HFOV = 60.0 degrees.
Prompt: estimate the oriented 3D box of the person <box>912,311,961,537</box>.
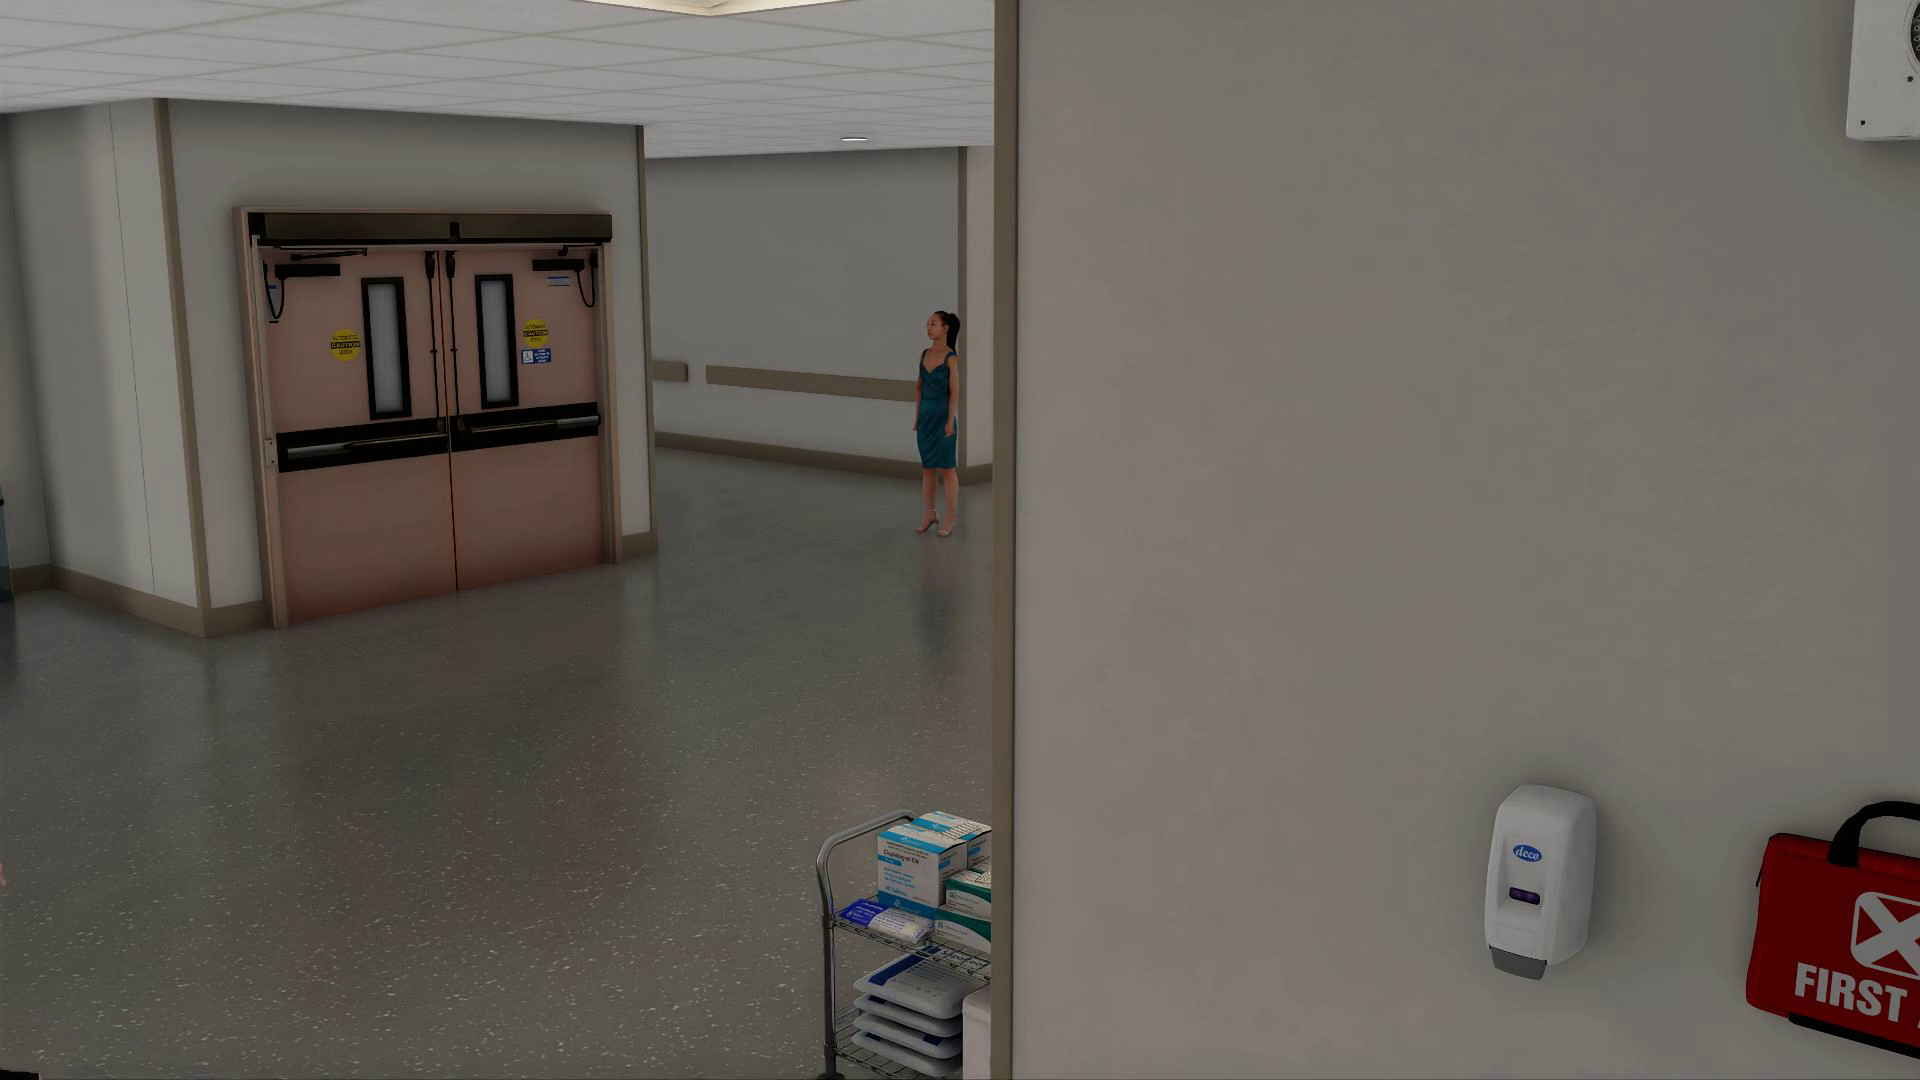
[{"bbox_3d":[-0.167,-0.877,12.509,0.545,1.687,0.490,10,14,42],"label":"person"}]
